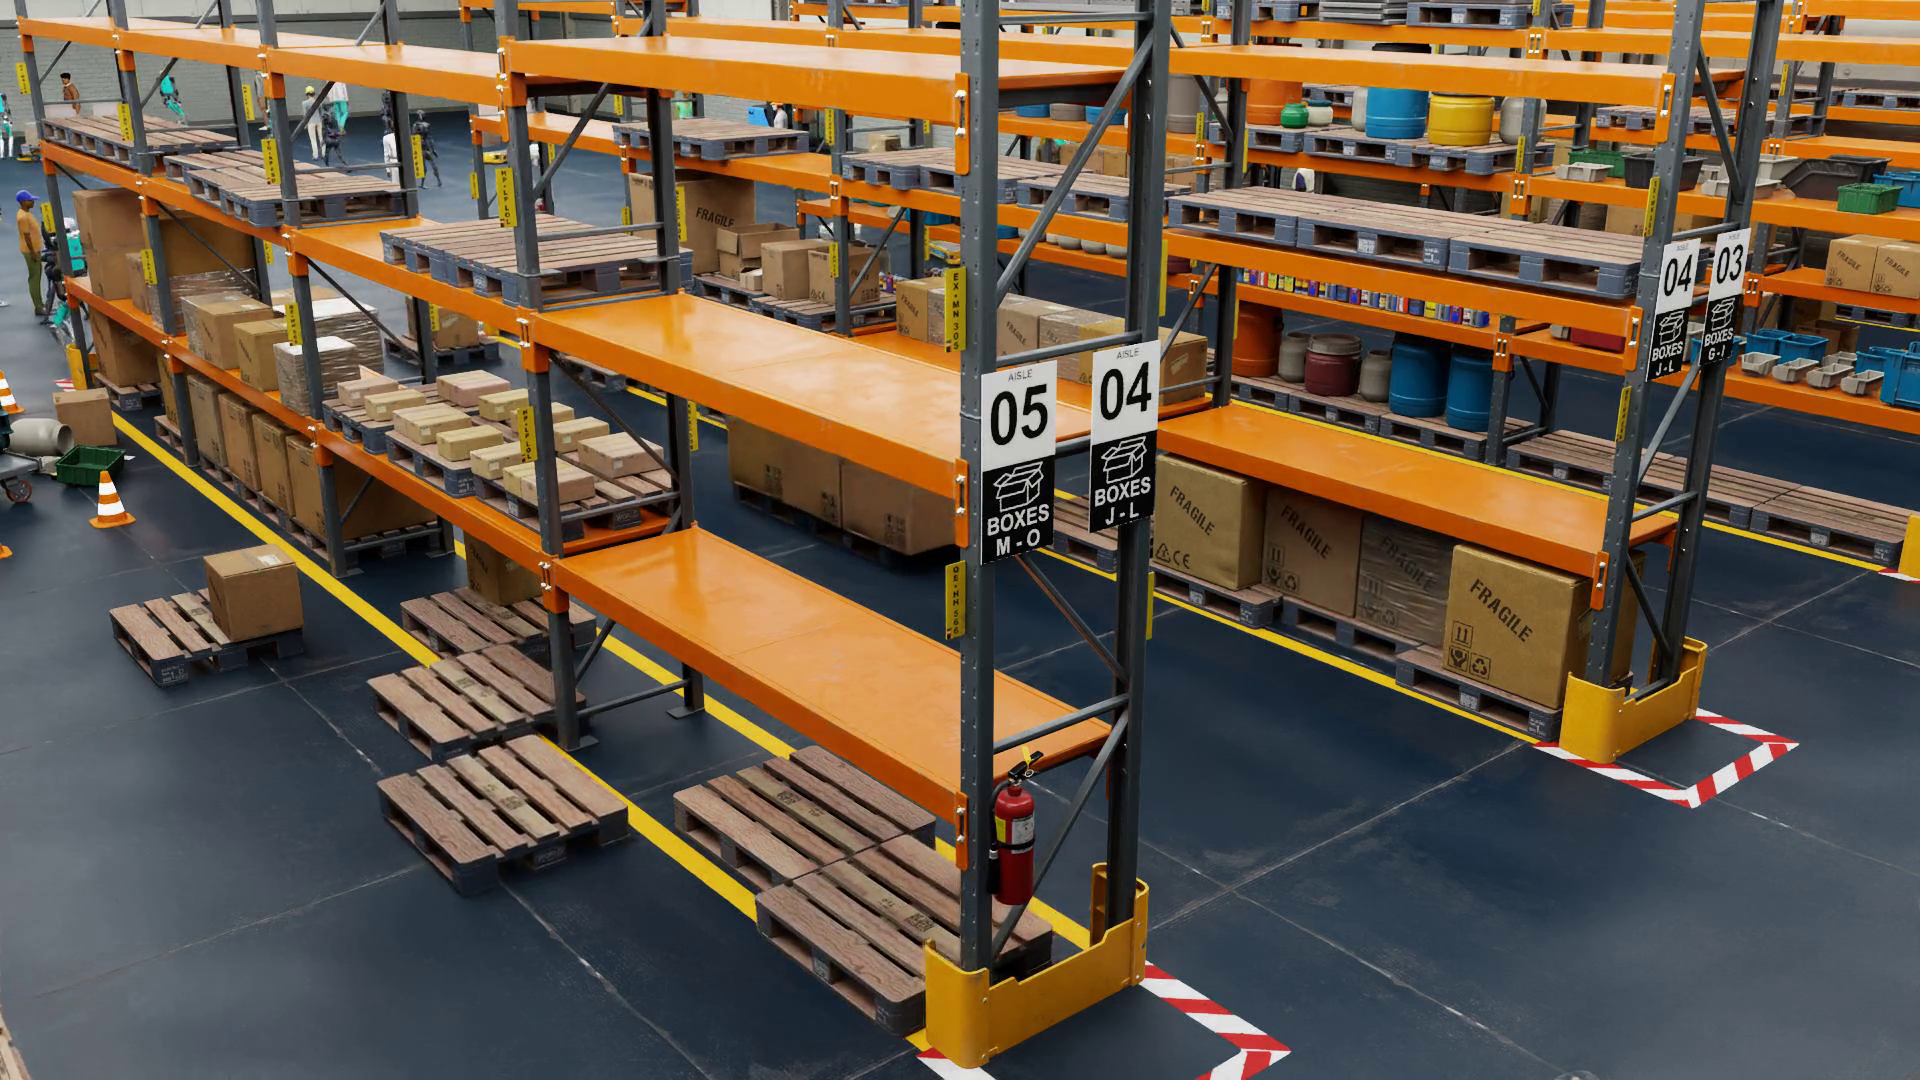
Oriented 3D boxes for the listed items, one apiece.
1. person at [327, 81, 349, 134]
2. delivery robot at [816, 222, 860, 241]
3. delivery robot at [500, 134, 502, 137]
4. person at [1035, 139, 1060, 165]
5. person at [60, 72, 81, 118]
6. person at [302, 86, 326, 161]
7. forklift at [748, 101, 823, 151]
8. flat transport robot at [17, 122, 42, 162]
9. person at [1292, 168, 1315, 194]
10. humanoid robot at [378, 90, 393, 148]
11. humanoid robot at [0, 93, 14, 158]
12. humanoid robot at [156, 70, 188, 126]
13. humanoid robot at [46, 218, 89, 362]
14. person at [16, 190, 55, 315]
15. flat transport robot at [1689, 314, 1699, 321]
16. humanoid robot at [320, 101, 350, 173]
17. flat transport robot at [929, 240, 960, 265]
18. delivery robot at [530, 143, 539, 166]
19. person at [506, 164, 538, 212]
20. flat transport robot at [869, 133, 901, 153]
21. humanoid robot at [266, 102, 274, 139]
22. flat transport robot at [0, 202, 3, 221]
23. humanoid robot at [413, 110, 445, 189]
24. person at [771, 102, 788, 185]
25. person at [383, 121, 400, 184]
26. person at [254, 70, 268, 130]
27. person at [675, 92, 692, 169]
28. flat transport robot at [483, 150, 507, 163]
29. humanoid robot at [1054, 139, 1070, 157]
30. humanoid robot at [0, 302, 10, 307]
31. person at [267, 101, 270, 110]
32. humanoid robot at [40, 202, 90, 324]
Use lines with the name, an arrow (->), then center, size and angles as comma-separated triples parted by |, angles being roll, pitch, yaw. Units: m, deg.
person -> -17.335, -12.261, 46.368 | 0.504, 1.902, 0.635 | -1, 19, -2
delivery robot -> -2.058, -5.199, 28.328 | 0.816, 0.612, 0.499 | -16, 25, -38
delivery robot -> -12.681, -11.336, 45.754 | 0.499, 0.585, 0.765 | -12, 23, -31
person -> 1.640, -6.823, 31.098 | 0.554, 1.761, 0.406 | -6, 20, -16
person -> -23.583, -11.482, 44.223 | 0.800, 1.852, 0.393 | 16, 25, 39
person -> -15.790, -10.181, 40.652 | 0.530, 1.767, 0.326 | -18, 26, -41
forklift -> -4.526, -11.368, 42.374 | 1.129, 2.768, 1.873 | -15, 24, -37
flat transport robot -> -22.301, -9.458, 40.854 | 1.431, 0.231, 0.659 | -6, 20, -15
person -> 5.548, -5.413, 26.971 | 0.391, 1.840, 0.564 | 9, 21, 25
humanoid robot -> -14.924, -11.010, 43.157 | 0.463, 1.647, 0.609 | -1, 19, -4
humanoid robot -> -23.702, -10.325, 41.164 | 0.536, 1.839, 0.689 | -5, 20, -14
humanoid robot -> -22.167, -12.319, 46.933 | 0.555, 1.866, 0.758 | 2, 19, 6
humanoid robot -> -11.033, -3.020, 20.436 | 0.667, 1.874, 0.549 | 4, 20, 11
person -> -12.856, -3.995, 23.120 | 0.356, 1.718, 0.440 | -8, 21, -21
flat transport robot -> 9.418, -3.213, 23.081 | 0.659, 0.231, 1.431 | -14, 24, -35
humanoid robot -> -14.405, -9.247, 38.199 | 0.752, 1.638, 0.589 | 3, 20, 10
flat transport robot -> -0.060, -4.751, 27.458 | 0.659, 0.231, 1.431 | -7, 21, -20
delivery robot -> -10.122, -9.256, 39.871 | 0.499, 0.610, 0.788 | 7, 21, 19
person -> -6.507, -4.620, 24.573 | 0.629, 1.923, 0.924 | 8, 21, 23
flat transport robot -> -1.701, -8.309, 37.582 | 1.431, 0.231, 0.659 | 14, 24, 35
humanoid robot -> -15.357, -8.926, 37.139 | 0.987, 1.749, 0.543 | 9, 21, 23
flat transport robot -> -18.492, -5.858, 30.609 | 0.659, 0.231, 1.431 | 7, 20, 18
humanoid robot -> -11.401, -8.335, 35.544 | 0.591, 1.641, 0.610 | 10, 22, 26
person -> -3.912, -8.698, 36.259 | 0.377, 1.890, 0.570 | 0, 19, 1
person -> -10.590, -7.037, 31.548 | 0.573, 1.877, 0.342 | -5, 20, -15
person -> -20.032, -12.751, 47.802 | 0.381, 1.874, 0.511 | 3, 20, 9
person -> -6.221, -9.435, 38.252 | 0.517, 1.953, 0.690 | -15, 24, -36
flat transport robot -> -11.028, -9.390, 40.659 | 0.659, 0.231, 1.431 | 11, 22, 28
humanoid robot -> 1.873, -7.612, 33.392 | 1.014, 1.732, 0.547 | -13, 23, -32
humanoid robot -> -14.046, -4.041, 23.308 | 1.035, 1.768, 0.566 | -14, 24, -35
person -> -18.526, -11.640, 44.919 | 0.321, 1.688, 0.527 | -9, 21, -23
humanoid robot -> -12.227, -3.766, 22.588 | 0.602, 1.637, 0.738 | 17, 25, 39
